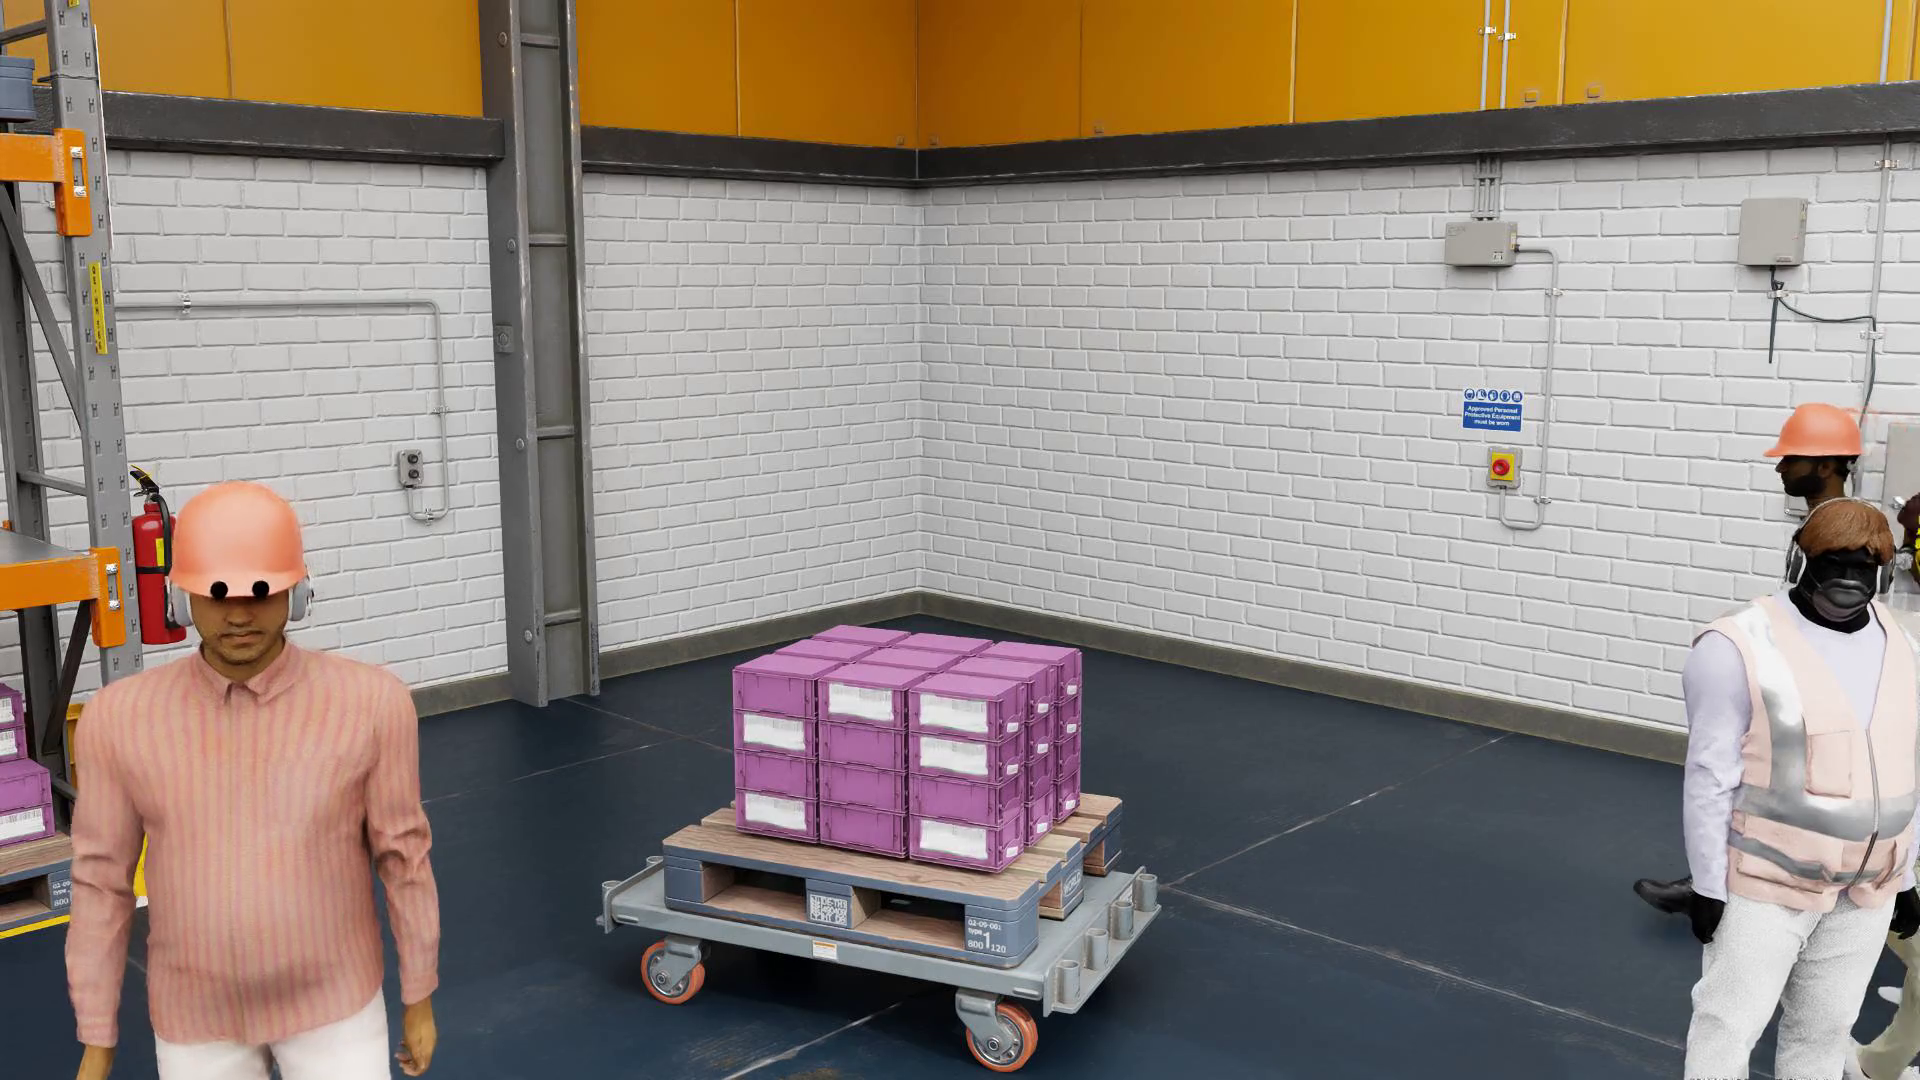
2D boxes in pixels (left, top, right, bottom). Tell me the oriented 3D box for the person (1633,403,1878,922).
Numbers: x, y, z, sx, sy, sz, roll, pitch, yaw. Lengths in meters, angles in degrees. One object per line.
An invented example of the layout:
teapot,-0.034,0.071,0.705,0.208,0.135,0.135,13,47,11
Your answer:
person,2.788,0.488,5.720,0.875,1.905,0.570,3,10,17

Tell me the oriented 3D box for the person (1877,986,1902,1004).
person,3.222,0.751,5.017,0.536,1.614,0.693,-8,12,-41

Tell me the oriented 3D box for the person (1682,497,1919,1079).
person,2.029,0.808,3.979,0.623,1.841,0.430,-2,9,-9

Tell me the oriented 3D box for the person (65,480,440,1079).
person,-1.307,0.875,3.106,0.640,1.986,0.484,-2,10,-13

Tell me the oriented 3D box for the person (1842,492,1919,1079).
person,2.473,0.769,4.290,0.508,1.815,0.948,-1,9,-7

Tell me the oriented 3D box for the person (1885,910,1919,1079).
person,2.810,0.804,4.676,0.351,1.620,0.516,7,12,38
